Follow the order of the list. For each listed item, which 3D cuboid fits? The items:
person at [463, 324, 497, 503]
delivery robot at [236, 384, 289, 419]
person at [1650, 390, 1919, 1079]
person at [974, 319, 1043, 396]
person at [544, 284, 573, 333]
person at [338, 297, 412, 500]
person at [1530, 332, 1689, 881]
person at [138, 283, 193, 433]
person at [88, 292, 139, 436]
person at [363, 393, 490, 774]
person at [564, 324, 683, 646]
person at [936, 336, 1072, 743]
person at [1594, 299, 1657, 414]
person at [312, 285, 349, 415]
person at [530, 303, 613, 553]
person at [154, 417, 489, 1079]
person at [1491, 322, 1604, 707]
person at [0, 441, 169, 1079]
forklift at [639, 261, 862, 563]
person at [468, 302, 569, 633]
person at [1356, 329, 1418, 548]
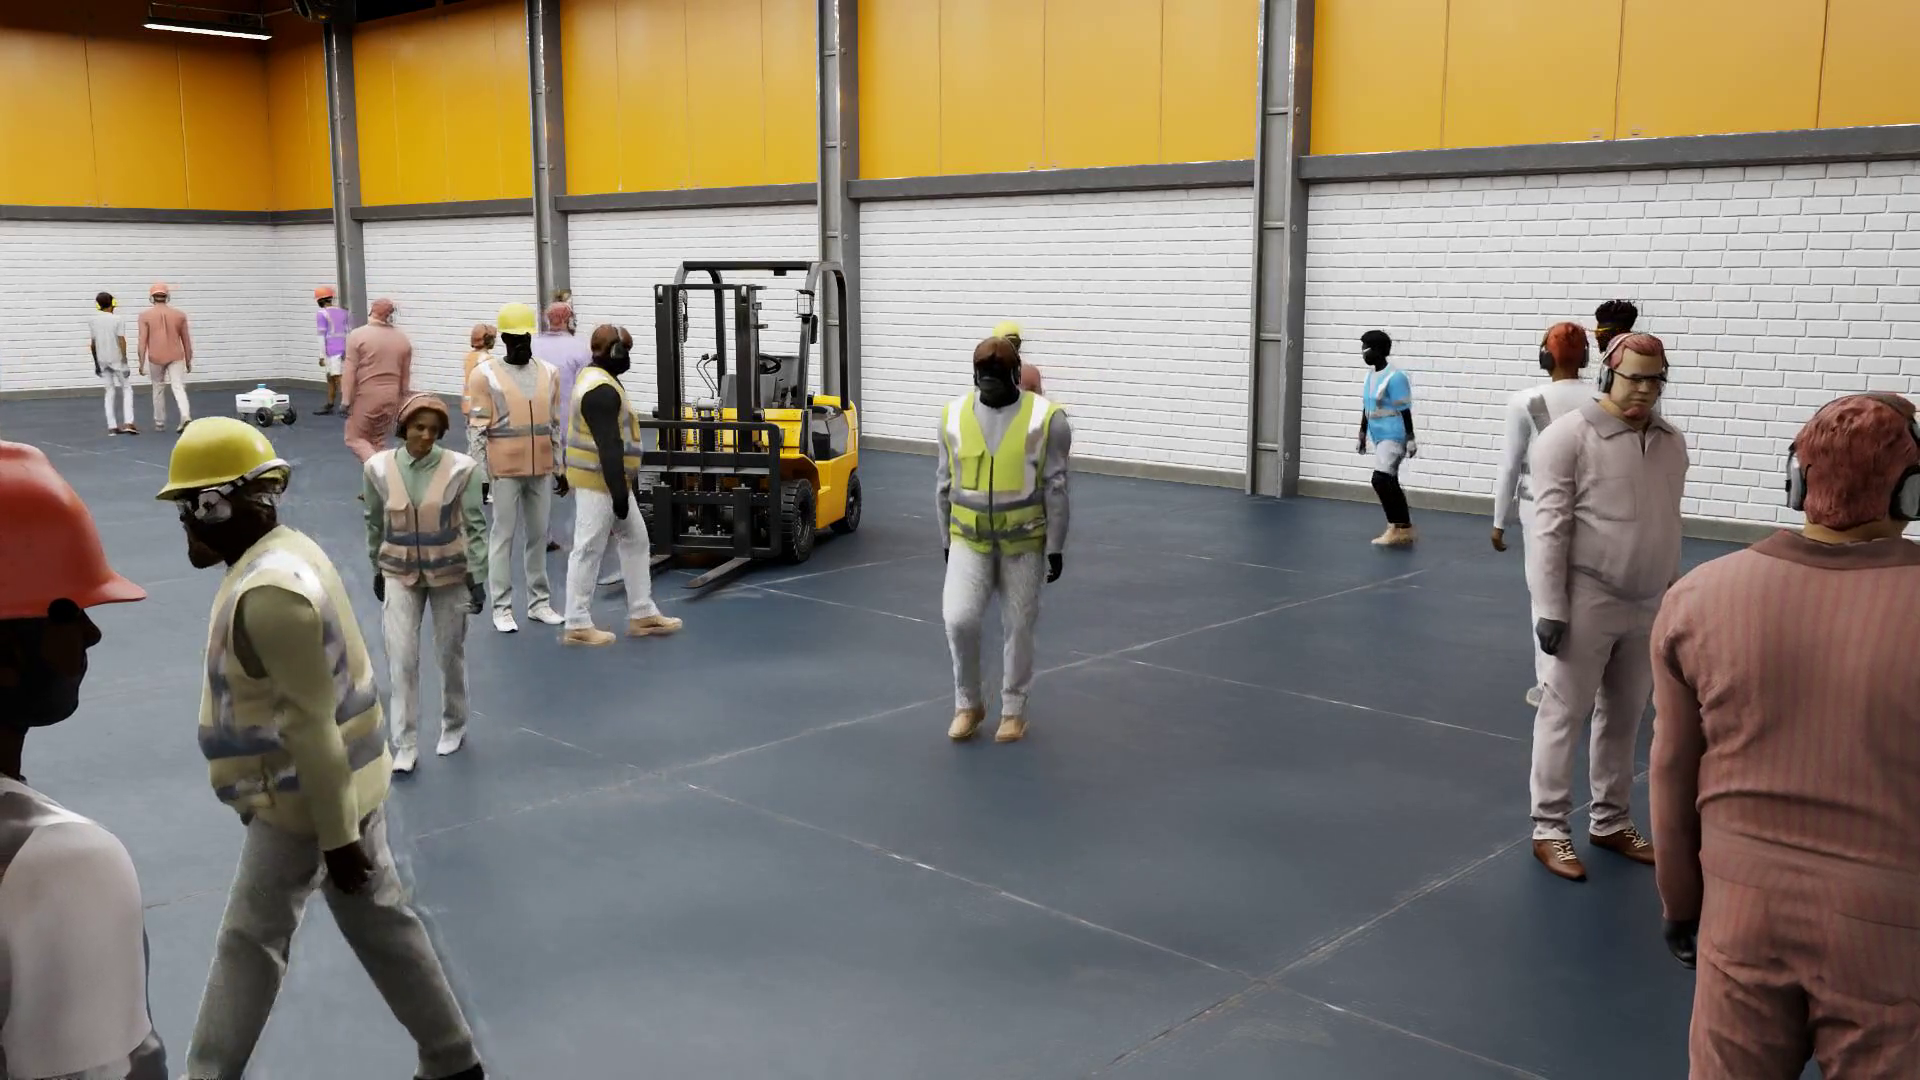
[{"bbox_3d":[-4.333,-1.140,15.085,0.333,1.622,0.522,-7,12,-38],"label":"person"},{"bbox_3d":[-9.443,-1.866,22.508,0.707,0.478,0.477,4,10,24],"label":"delivery robot"},{"bbox_3d":[1.580,0.685,3.018,0.409,1.910,0.640,-9,13,-44],"label":"person"},{"bbox_3d":[0.345,-0.739,12.232,0.542,1.749,0.403,-5,10,-26],"label":"person"},{"bbox_3d":[-5.407,-2.487,22.440,0.822,1.917,0.650,3,10,16],"label":"person"},{"bbox_3d":[-5.318,-1.264,15.085,0.556,1.866,0.679,6,11,32],"label":"person"},{"bbox_3d":[2.297,0.229,5.839,0.636,1.903,0.404,-4,10,-21],"label":"person"},{"bbox_3d":[-10.281,-2.351,21.554,0.663,1.951,0.986,-6,11,-34],"label":"person"},{"bbox_3d":[-10.861,-2.251,21.264,0.560,1.826,0.501,0,9,3],"label":"person"},{"bbox_3d":[-2.254,0.178,7.045,0.533,1.601,0.720,-1,9,-6],"label":"person"},{"bbox_3d":[-1.907,-0.310,9.430,0.799,1.800,0.681,-2,9,-10],"label":"person"},{"bbox_3d":[0.176,0.018,7.377,0.629,1.826,0.502,2,9,12],"label":"person"},{"bbox_3d":[4.070,-0.512,10.280,0.624,1.929,0.633,9,13,44],"label":"person"},{"bbox_3d":[-8.926,-2.715,23.928,0.880,1.903,0.542,2,9,10],"label":"person"},{"bbox_3d":[-2.989,-0.862,12.653,0.648,1.856,0.952,3,10,17],"label":"person"},{"bbox_3d":[-1.613,0.598,3.953,0.932,1.767,0.632,-2,10,-15],"label":"person"},{"bbox_3d":[2.860,-0.109,8.000,0.598,1.866,0.472,-1,9,-6],"label":"person"},{"bbox_3d":[-1.049,0.854,1.888,0.551,1.936,0.357,4,10,25],"label":"person"},{"bbox_3d":[-1.552,-1.040,12.721,1.214,2.155,2.313,2,9,11],"label":"forklift"},{"bbox_3d":[-2.574,-0.427,9.779,0.595,1.925,0.372,-9,13,-44],"label":"person"},{"bbox_3d":[3.261,-0.762,12.607,0.507,1.658,0.548,-1,9,-8],"label":"person"}]
